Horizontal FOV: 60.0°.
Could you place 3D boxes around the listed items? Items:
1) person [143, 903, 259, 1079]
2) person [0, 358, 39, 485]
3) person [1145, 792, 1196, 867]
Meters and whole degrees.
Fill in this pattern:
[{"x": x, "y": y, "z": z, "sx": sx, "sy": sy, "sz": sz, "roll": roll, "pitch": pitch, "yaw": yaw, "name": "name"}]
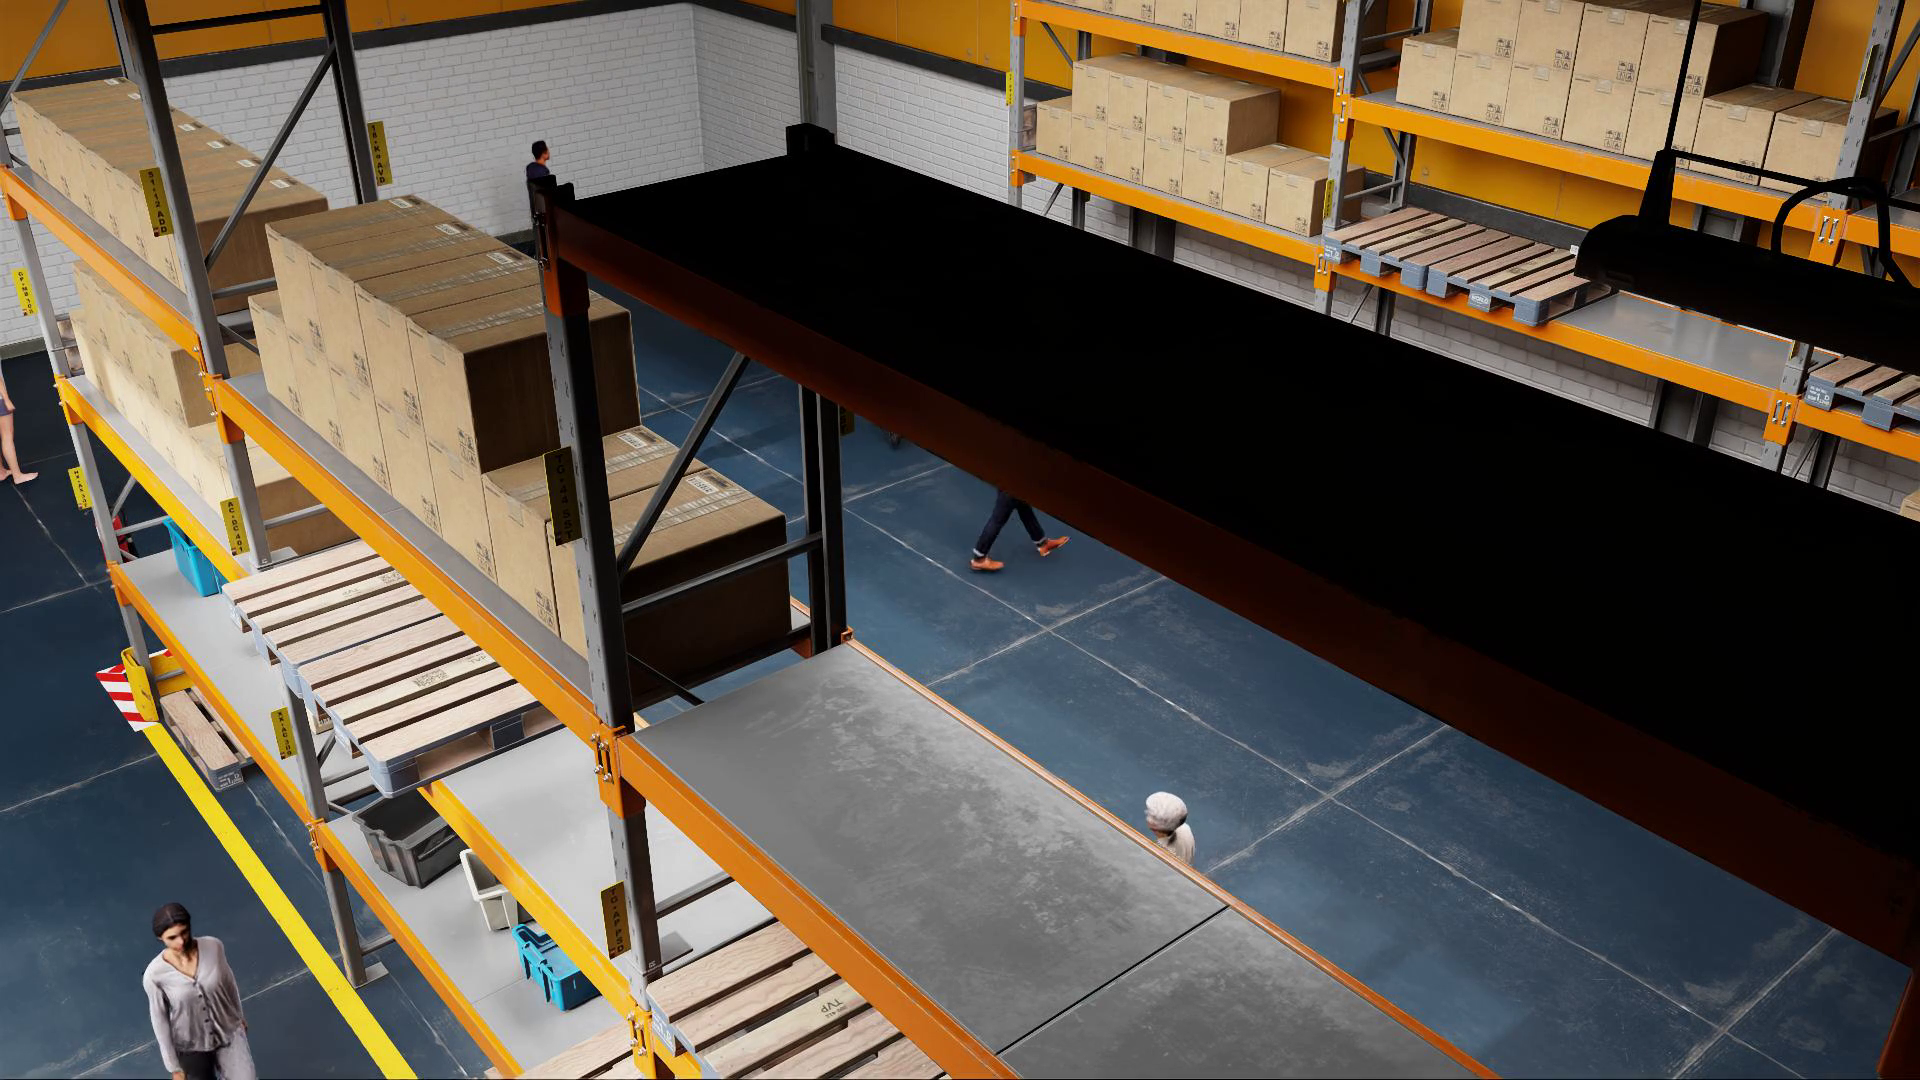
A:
[{"x": -4.058, "y": 2.609, "z": 8.846, "sx": 0.623, "sy": 1.727, "sz": 1.081, "roll": -24, "pitch": 36, "yaw": -36, "name": "person"}, {"x": -9.408, "y": -1.367, "z": 16.129, "sx": 0.616, "sy": 1.733, "sz": 0.733, "roll": 13, "pitch": 31, "yaw": 22, "name": "person"}, {"x": 1.256, "y": 2.228, "z": 9.568, "sx": 1.125, "sy": 1.705, "sz": 0.693, "roll": 25, "pitch": 37, "yaw": 38, "name": "person"}]
